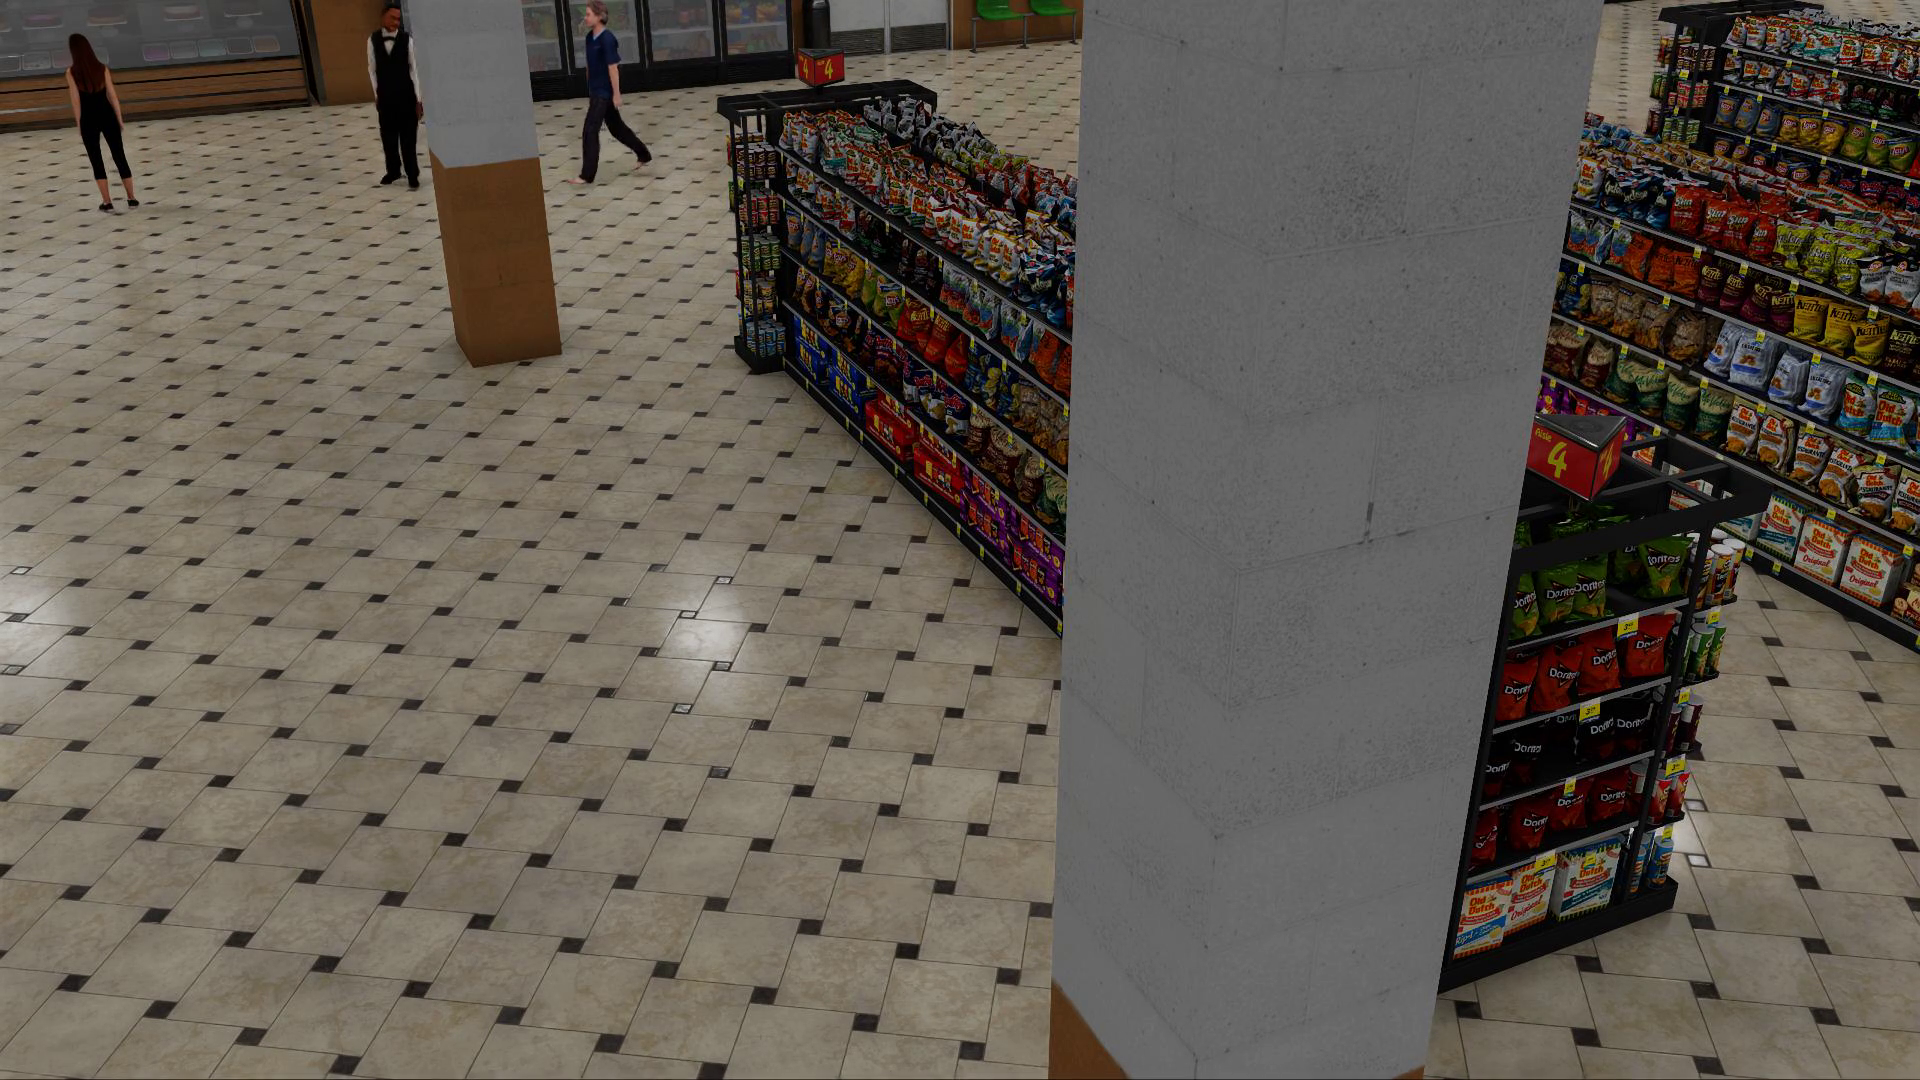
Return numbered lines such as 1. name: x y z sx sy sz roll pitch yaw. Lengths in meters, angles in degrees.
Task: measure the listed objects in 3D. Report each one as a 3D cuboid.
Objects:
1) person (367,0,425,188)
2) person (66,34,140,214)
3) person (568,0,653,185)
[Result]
1. person: -5.817 -4.573 17.183 0.878 1.876 0.864 5 27 10
2. person: -8.532 -4.126 16.468 0.614 1.724 0.567 -18 32 -31
3. person: -3.651 -4.670 17.437 0.789 1.819 1.179 -14 30 -26
